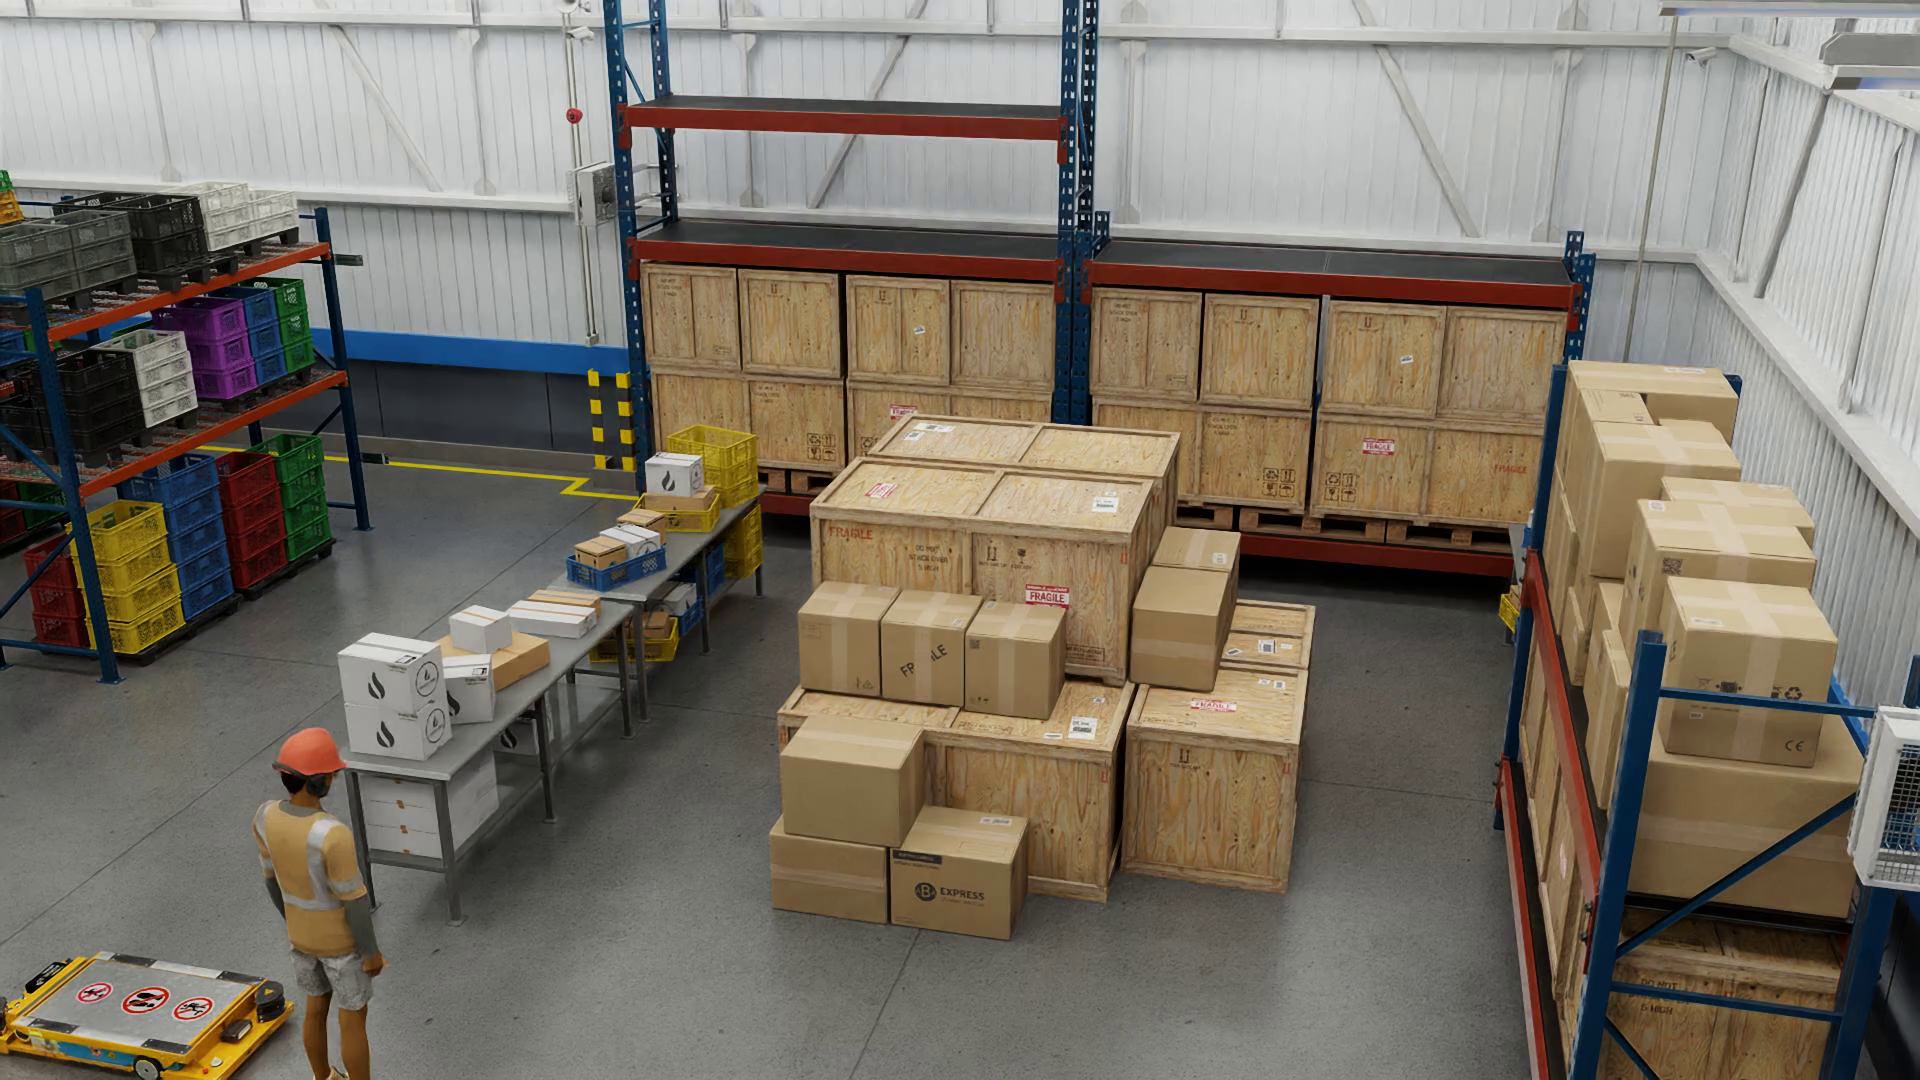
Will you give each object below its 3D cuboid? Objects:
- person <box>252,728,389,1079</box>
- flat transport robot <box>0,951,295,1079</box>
[{"bbox_3d":[-2.948,1.823,7.807,0.605,2.034,0.388,11,24,27],"label":"person"},{"bbox_3d":[-4.270,2.464,8.601,1.431,0.231,0.659,5,22,13],"label":"flat transport robot"}]
